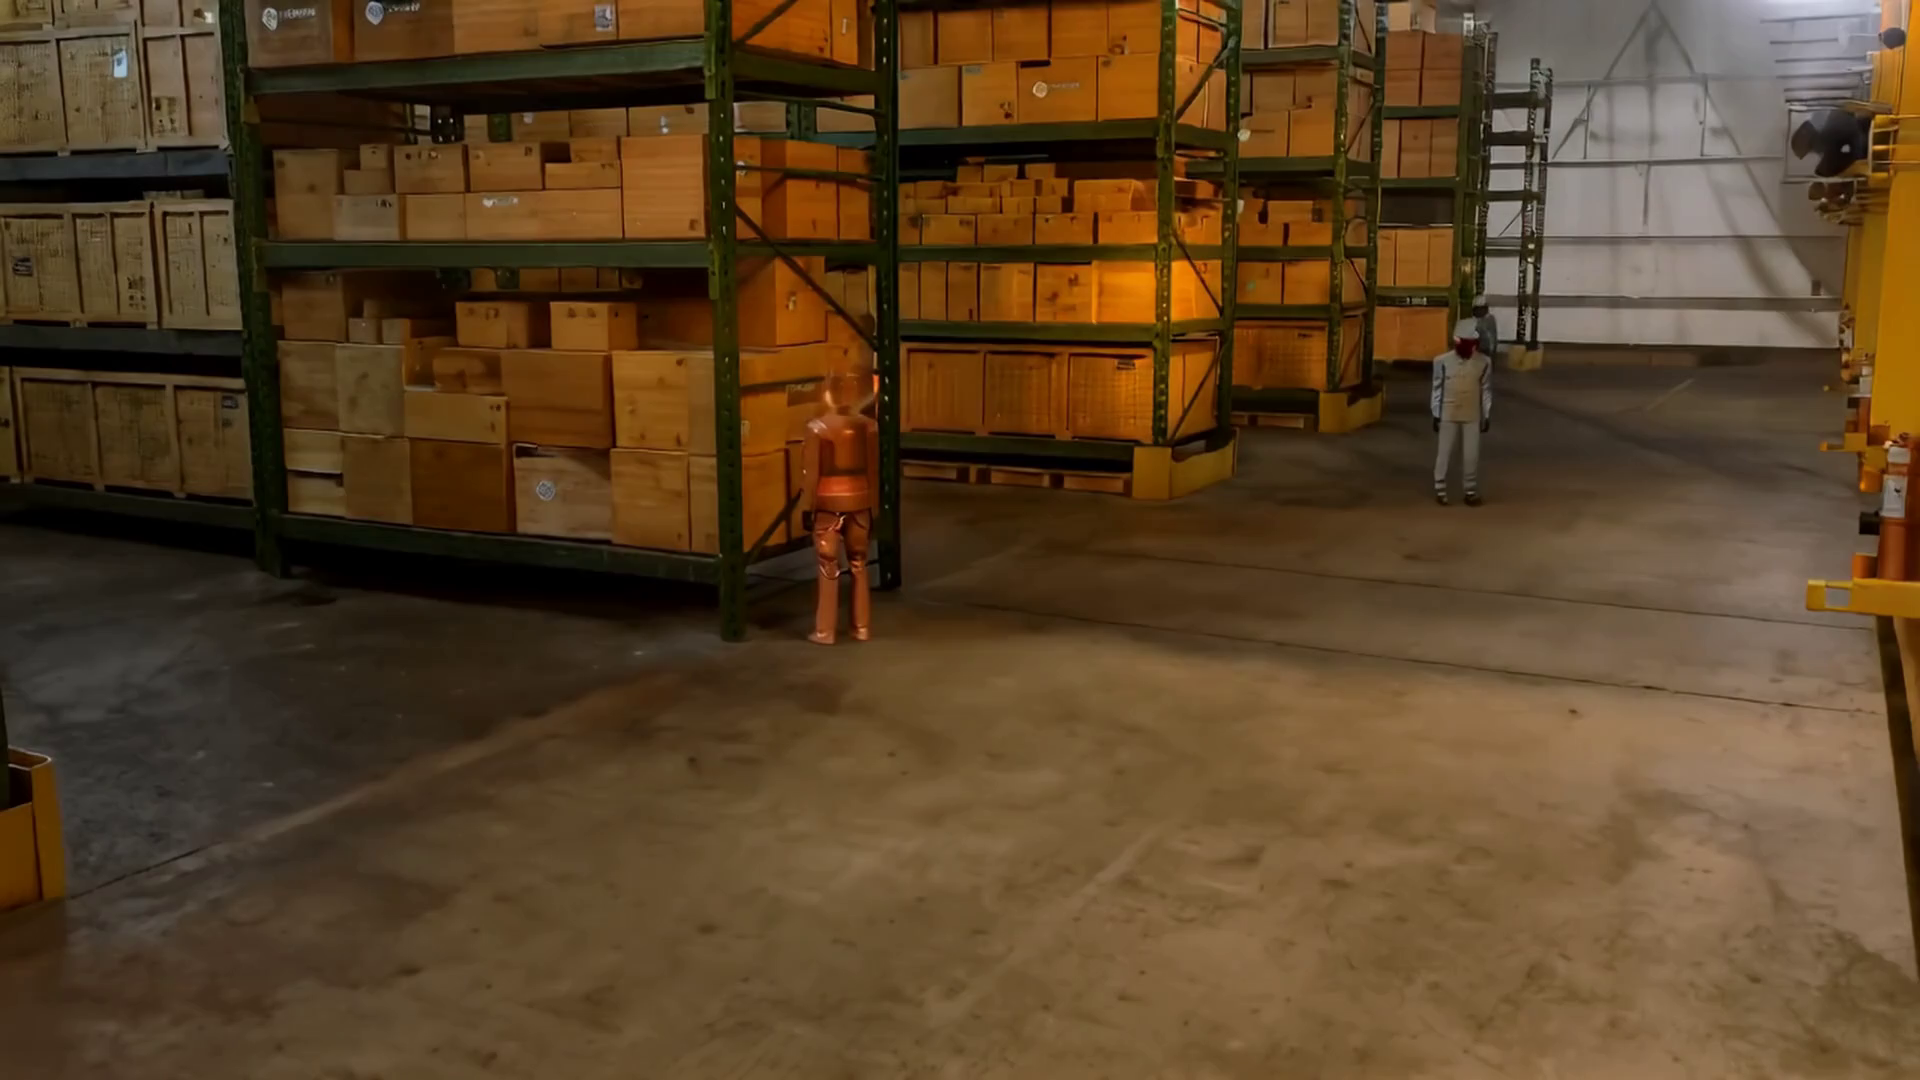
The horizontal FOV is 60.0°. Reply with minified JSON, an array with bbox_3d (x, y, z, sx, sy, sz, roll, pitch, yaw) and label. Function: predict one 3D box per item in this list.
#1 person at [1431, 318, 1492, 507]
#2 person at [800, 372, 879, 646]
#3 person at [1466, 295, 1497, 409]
[{"bbox_3d":[4.611,-1.165,15.284,0.569,1.743,0.351,0,10,-2],"label":"person"},{"bbox_3d":[-0.704,-0.181,9.908,0.523,1.631,0.319,-7,12,-34],"label":"person"},{"bbox_3d":[7.696,-2.784,24.754,0.512,1.695,0.882,4,11,24],"label":"person"}]
